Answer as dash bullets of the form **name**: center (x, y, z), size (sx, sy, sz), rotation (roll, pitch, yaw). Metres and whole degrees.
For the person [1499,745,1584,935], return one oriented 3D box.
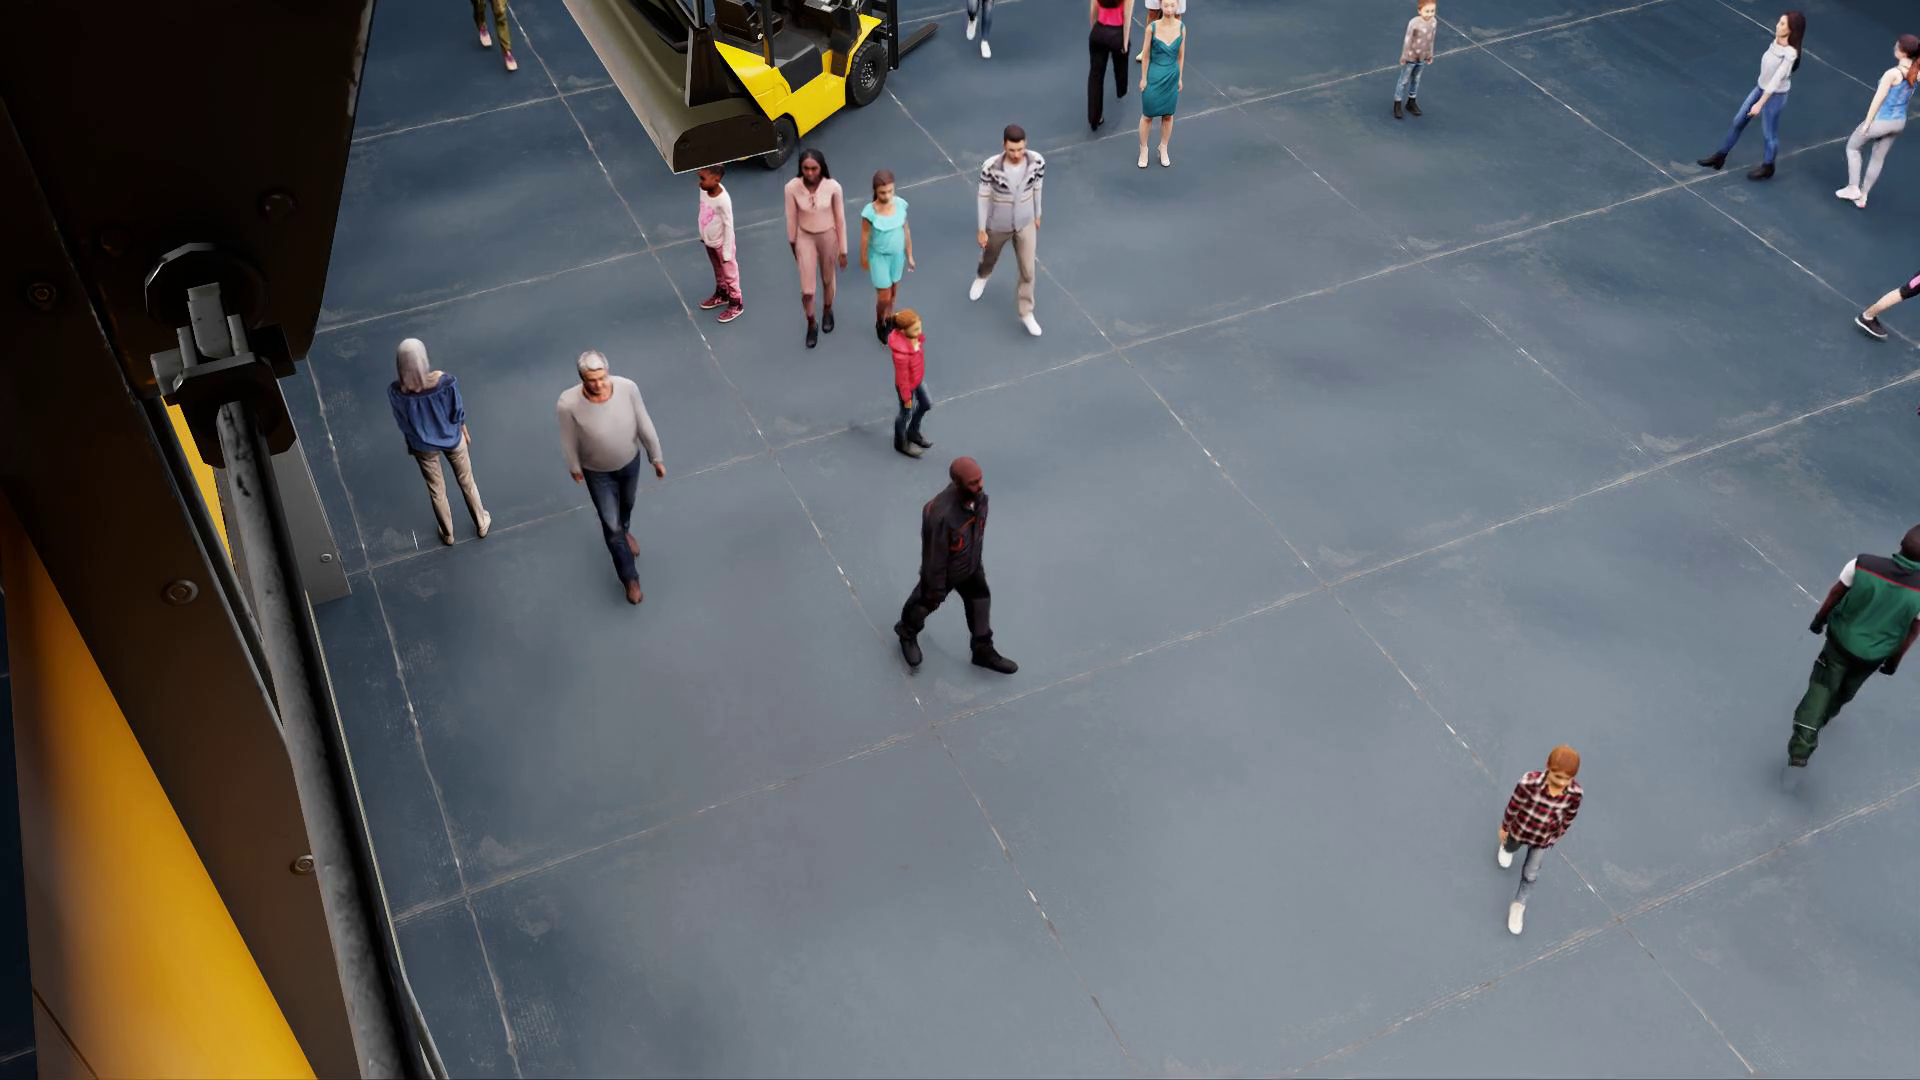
- **person**: center (3.224, 1.557, 9.349), size (0.873, 1.291, 0.943), rotation (13, 45, 13)

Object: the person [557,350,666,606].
- **person**: center (-2.366, -0.572, 11.166), size (0.790, 1.869, 1.125), rotation (-22, 48, -21)

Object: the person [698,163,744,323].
- **person**: center (-1.952, -2.456, 13.453), size (0.656, 1.441, 0.513), rotation (-29, 51, -27)

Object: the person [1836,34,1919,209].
- **person**: center (8.129, -3.618, 14.561), size (0.652, 1.596, 0.650), rotation (-4, 44, -4)

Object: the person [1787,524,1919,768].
- **person**: center (5.340, 0.660, 9.914), size (1.195, 1.811, 1.130), rotation (24, 49, 23)

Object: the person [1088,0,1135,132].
- **person**: center (1.383, -4.632, 15.621), size (1.079, 1.602, 1.141), rotation (15, 46, 15)

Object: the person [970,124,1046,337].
- **person**: center (0.366, -2.586, 13.312), size (0.847, 1.825, 1.161), rotation (-7, 44, -8)

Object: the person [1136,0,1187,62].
- **person**: center (2.063, -5.591, 16.457), size (0.689, 1.836, 0.770), rotation (18, 46, 18)

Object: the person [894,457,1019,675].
- **person**: center (-0.133, 0.118, 10.512), size (1.202, 1.771, 1.031), rotation (28, 50, 26)

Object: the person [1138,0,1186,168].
- **person**: center (1.827, -4.170, 15.074), size (0.599, 1.687, 0.578), rotation (-5, 44, -5)

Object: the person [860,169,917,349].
- **person**: center (-0.611, -2.307, 13.220), size (0.550, 1.546, 0.575), rotation (-21, 47, -21)

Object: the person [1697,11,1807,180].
- **person**: center (7.344, -3.952, 14.908), size (0.923, 1.601, 0.955), rotation (0, 44, 0)

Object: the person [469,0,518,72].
- **person**: center (-4.777, -5.651, 16.564), size (0.691, 1.776, 1.138), rotation (-17, 46, -17)

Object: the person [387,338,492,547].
- **person**: center (-3.577, -0.670, 11.392), size (0.631, 1.698, 0.581), rotation (-14, 45, -14)

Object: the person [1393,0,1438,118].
- **person**: center (4.370, -4.655, 15.941), size (0.512, 1.195, 0.503), rotation (-10, 45, -11)

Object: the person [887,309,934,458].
- **person**: center (-0.431, -1.165, 12.195), size (0.671, 1.308, 0.619), rotation (17, 46, 17)

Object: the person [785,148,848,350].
- **person**: center (-1.118, -2.388, 13.195), size (0.750, 1.700, 0.837), rotation (-3, 44, -4)
